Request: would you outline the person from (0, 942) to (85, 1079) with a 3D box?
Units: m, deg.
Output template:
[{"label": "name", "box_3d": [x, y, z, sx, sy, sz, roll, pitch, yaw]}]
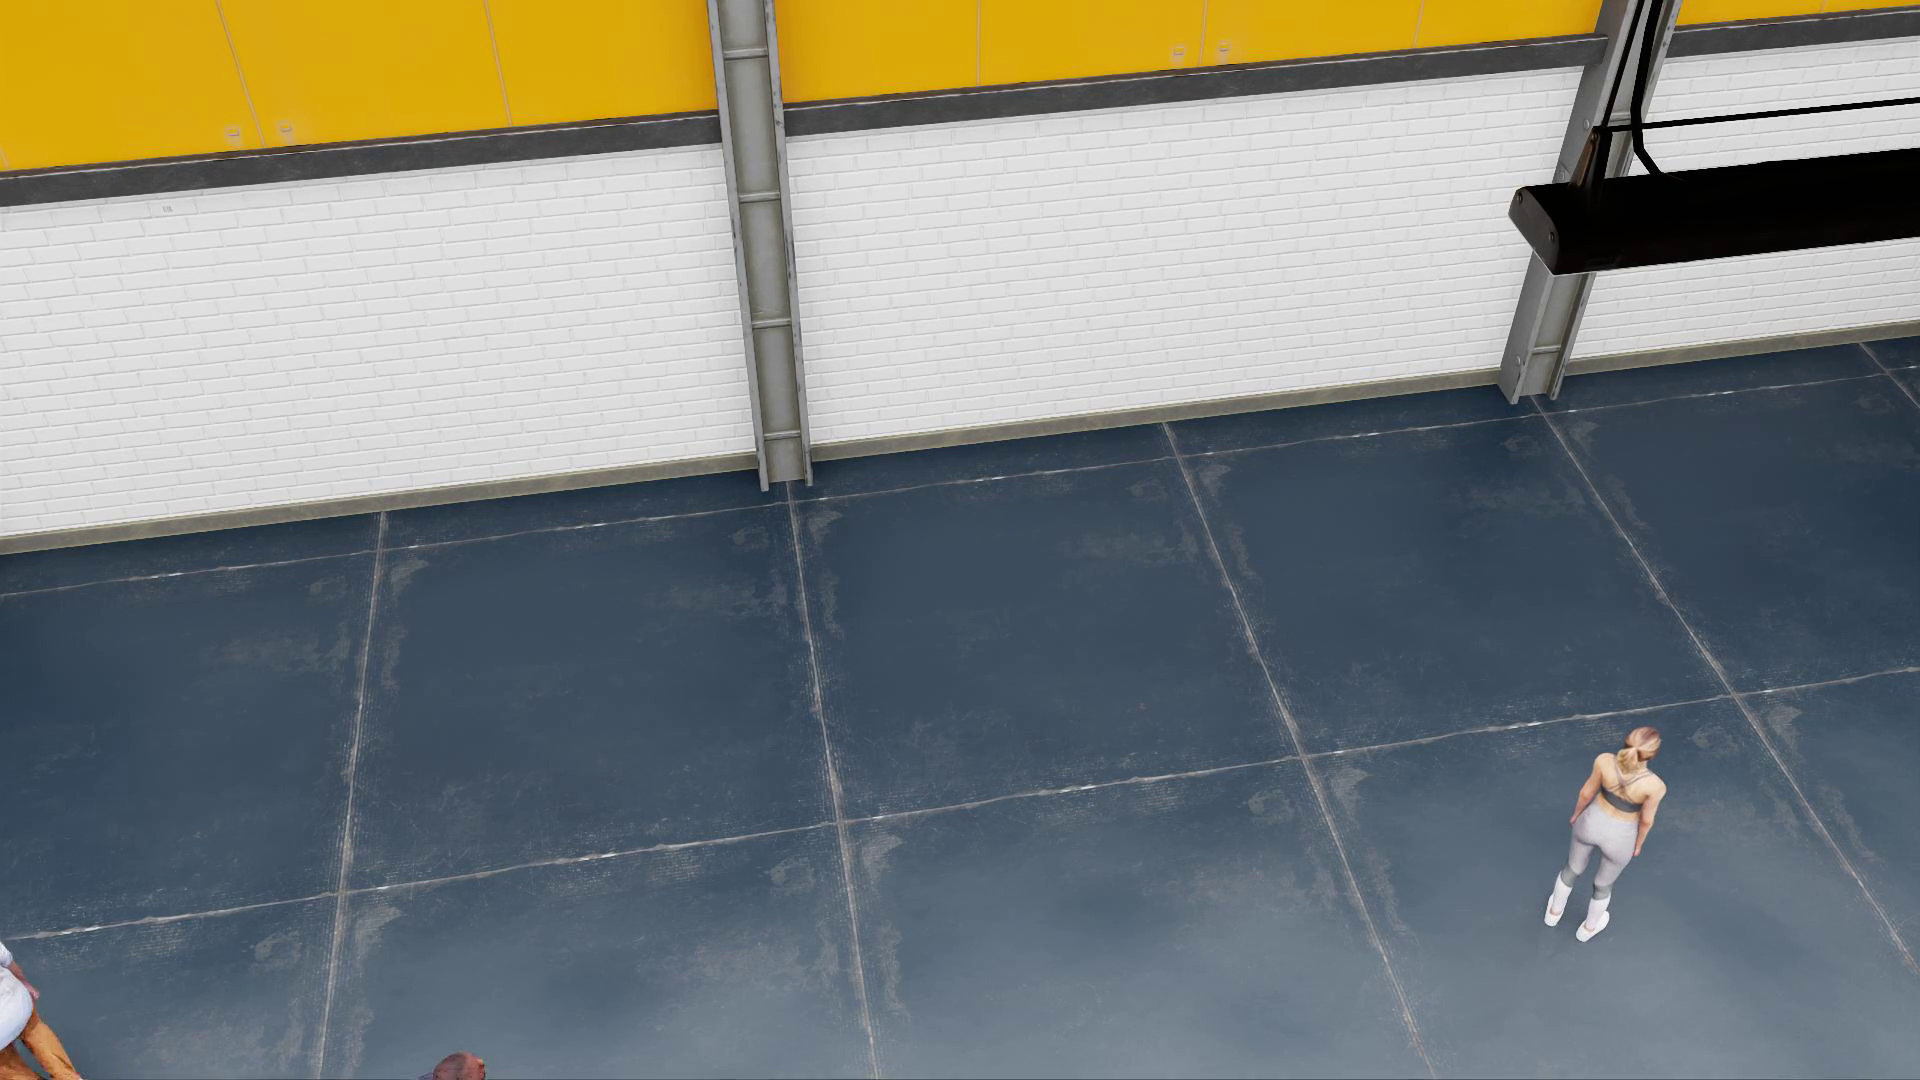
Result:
[{"label": "person", "box_3d": [-4.800, 2.421, 8.308, 0.907, 1.807, 0.852, 24, 49, 23]}]

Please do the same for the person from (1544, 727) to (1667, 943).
[{"label": "person", "box_3d": [3.580, 1.623, 9.221, 0.649, 1.702, 0.700, 30, 51, 27]}]
